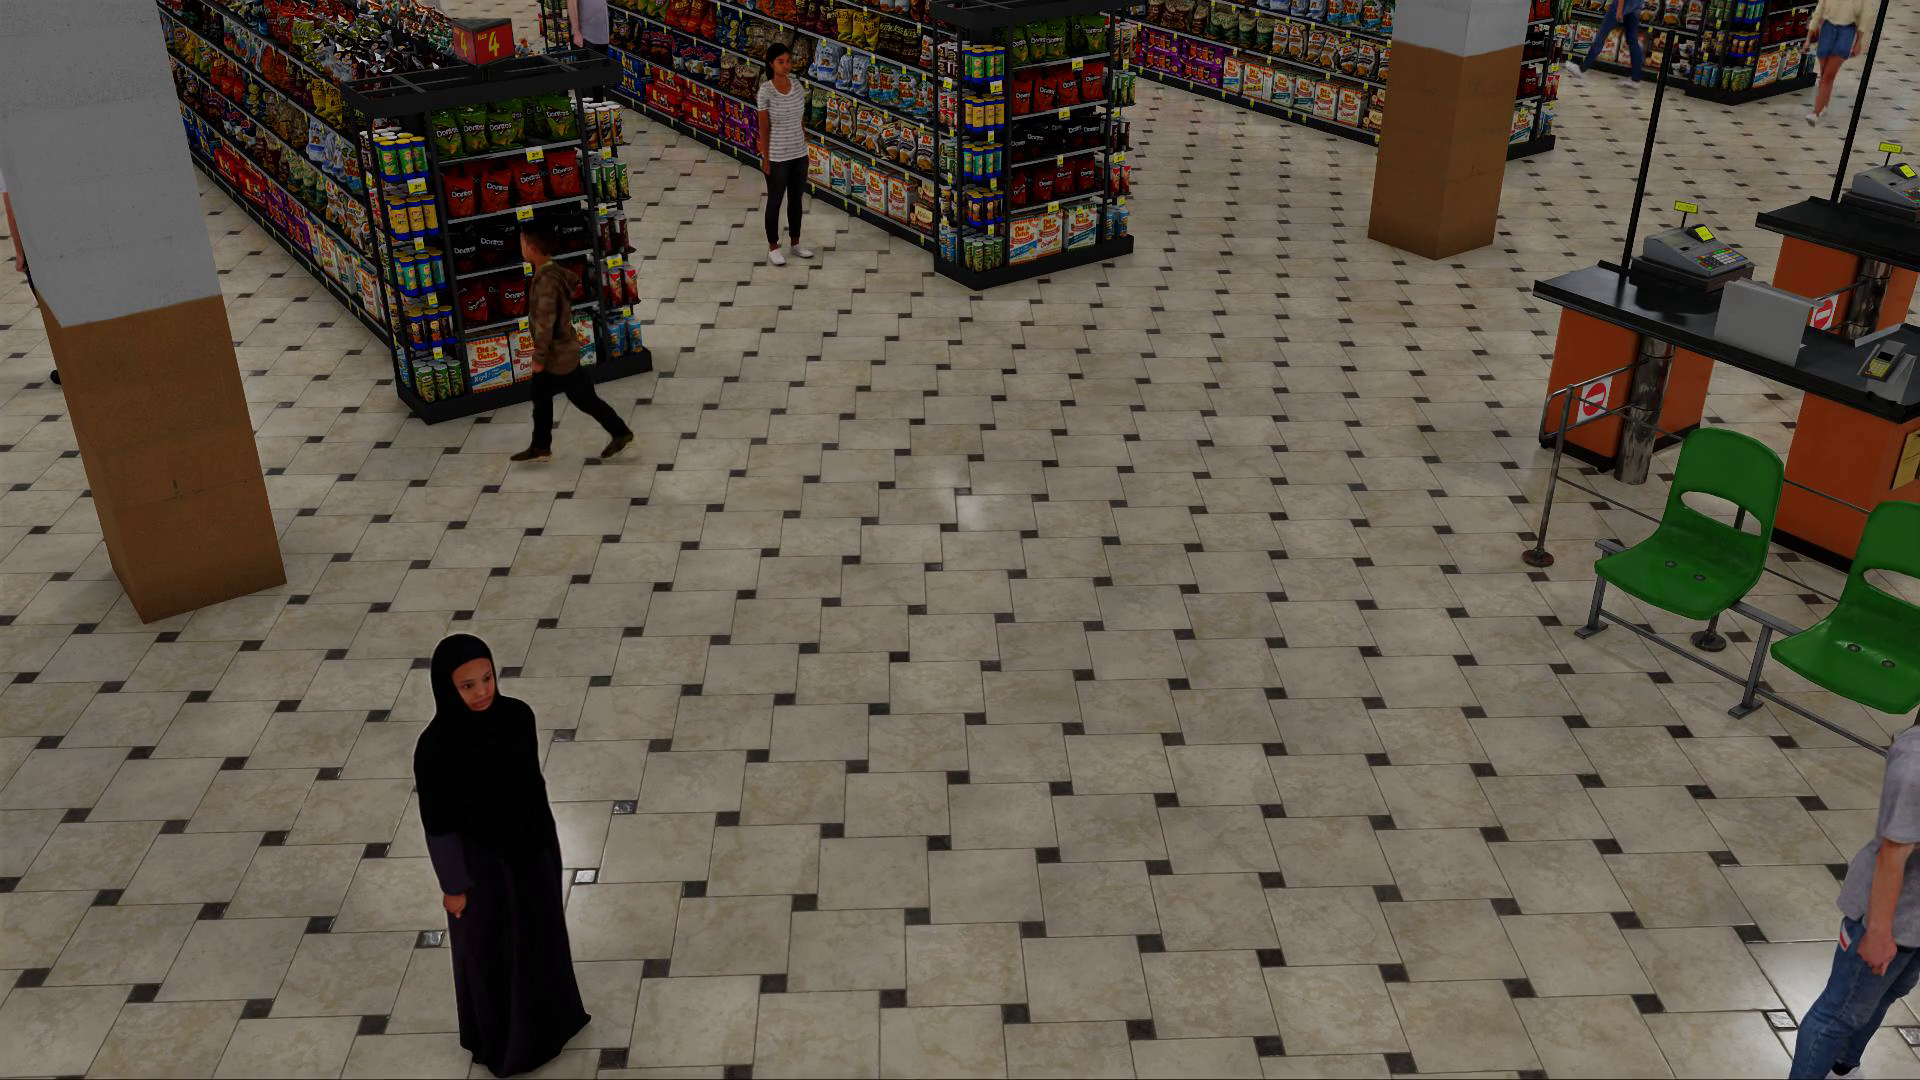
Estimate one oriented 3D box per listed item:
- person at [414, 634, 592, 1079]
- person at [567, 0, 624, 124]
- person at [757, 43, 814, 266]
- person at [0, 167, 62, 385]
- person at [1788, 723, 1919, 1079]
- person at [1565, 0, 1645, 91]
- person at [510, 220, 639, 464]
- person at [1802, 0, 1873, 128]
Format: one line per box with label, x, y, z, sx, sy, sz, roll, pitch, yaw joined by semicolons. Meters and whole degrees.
person;-1.500;1.008;5.406;0.663;1.615;0.663;22;36;35
person;-3.552;-4.889;15.974;0.790;1.837;0.768;9;30;17
person;-1.330;-2.919;12.566;0.590;1.646;0.555;-23;36;-35
person;-5.698;-1.878;10.448;0.717;1.848;0.734;16;32;26
person;2.863;1.058;5.026;0.660;1.890;0.540;-18;34;-30
person;7.008;-5.516;17.290;0.667;1.678;1.085;-21;35;-33
person;-2.204;-1.086;9.435;0.815;1.429;0.972;-8;30;-15
person;8.533;-4.846;16.159;1.053;1.585;0.852;24;37;37
